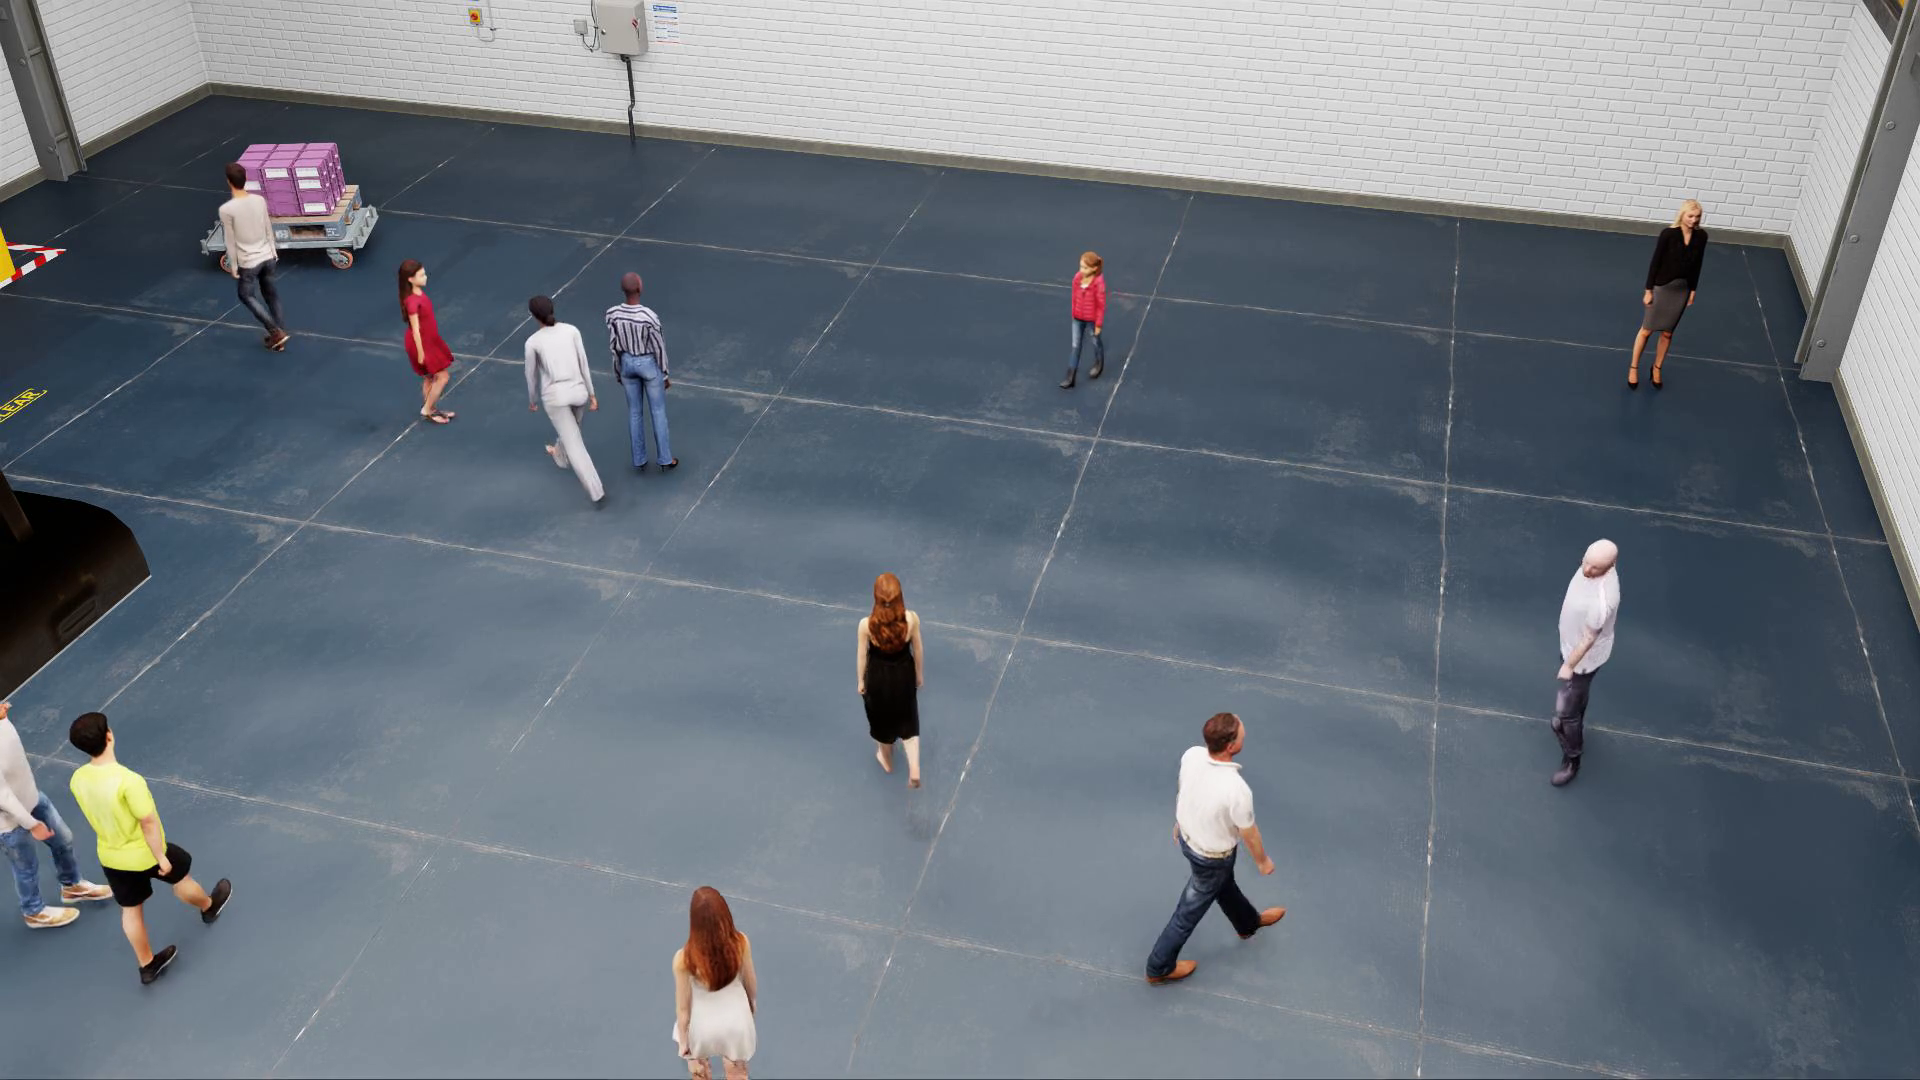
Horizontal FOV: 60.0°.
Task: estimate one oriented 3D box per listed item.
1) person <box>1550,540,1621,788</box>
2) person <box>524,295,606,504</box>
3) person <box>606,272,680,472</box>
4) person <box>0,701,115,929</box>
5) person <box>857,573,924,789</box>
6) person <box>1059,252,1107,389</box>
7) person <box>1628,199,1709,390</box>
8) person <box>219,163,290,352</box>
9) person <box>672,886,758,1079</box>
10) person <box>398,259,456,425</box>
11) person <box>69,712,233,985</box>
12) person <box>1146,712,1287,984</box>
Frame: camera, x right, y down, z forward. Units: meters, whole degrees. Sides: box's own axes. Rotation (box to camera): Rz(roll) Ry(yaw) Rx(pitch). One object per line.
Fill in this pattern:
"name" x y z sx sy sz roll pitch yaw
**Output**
"person" 4.023 0.677 10.663 0.943 1.807 0.511 18 38 25
"person" -3.137 -1.096 13.457 1.178 1.667 1.167 -19 38 -26
"person" -2.630 -1.372 13.757 0.631 1.796 0.538 6 34 9
"person" -5.406 1.534 9.320 0.888 1.867 0.799 -8 34 -12
"person" -0.425 0.929 10.461 0.806 1.611 0.930 -9 35 -14
"person" 1.210 -2.035 15.214 0.714 1.286 0.955 21 39 28
"person" 6.370 -2.205 14.969 0.665 1.840 0.631 0 34 0
"person" -6.537 -2.583 15.530 0.855 1.850 0.784 21 39 29
"person" -1.162 2.417 8.144 0.804 1.699 0.877 -13 36 -18
"person" -4.757 -1.719 14.506 0.726 1.544 0.671 -7 34 -10
"person" -4.605 1.758 9.162 0.702 1.670 0.989 7 34 10
"person" 1.263 1.735 9.063 1.152 1.816 1.183 -12 35 -18
